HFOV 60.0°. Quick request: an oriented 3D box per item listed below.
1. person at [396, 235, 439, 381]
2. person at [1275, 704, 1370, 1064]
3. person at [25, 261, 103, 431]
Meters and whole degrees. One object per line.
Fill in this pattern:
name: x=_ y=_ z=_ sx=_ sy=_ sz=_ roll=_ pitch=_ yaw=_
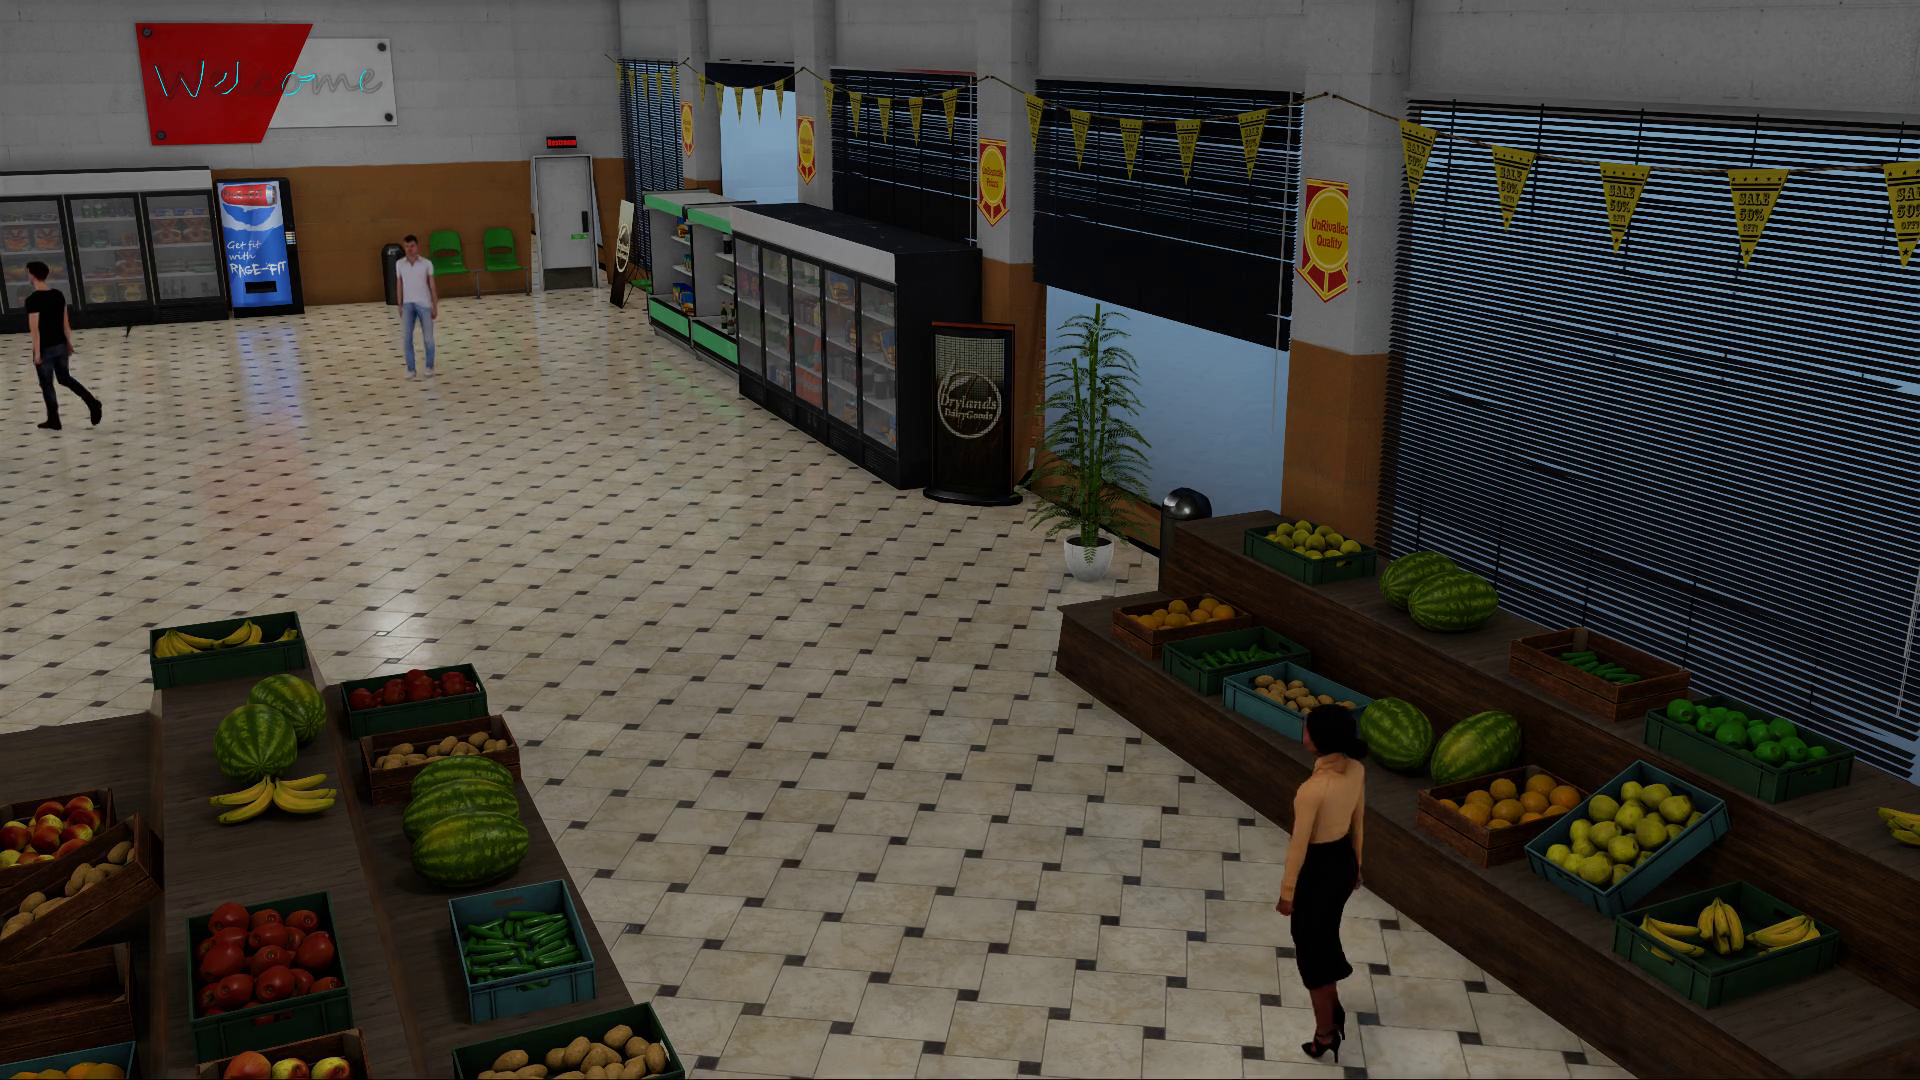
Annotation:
person: x=-6.948 y=-2.996 z=21.388 sx=0.864 sy=1.827 sz=1.011 roll=-2 pitch=17 yaw=-6
person: x=1.593 y=1.476 z=6.977 sx=0.693 sy=1.644 sz=0.706 roll=-15 pitch=23 yaw=-41
person: x=-9.993 y=-2.123 z=18.429 sx=1.140 sy=1.877 sz=1.097 roll=5 pitch=18 yaw=16
